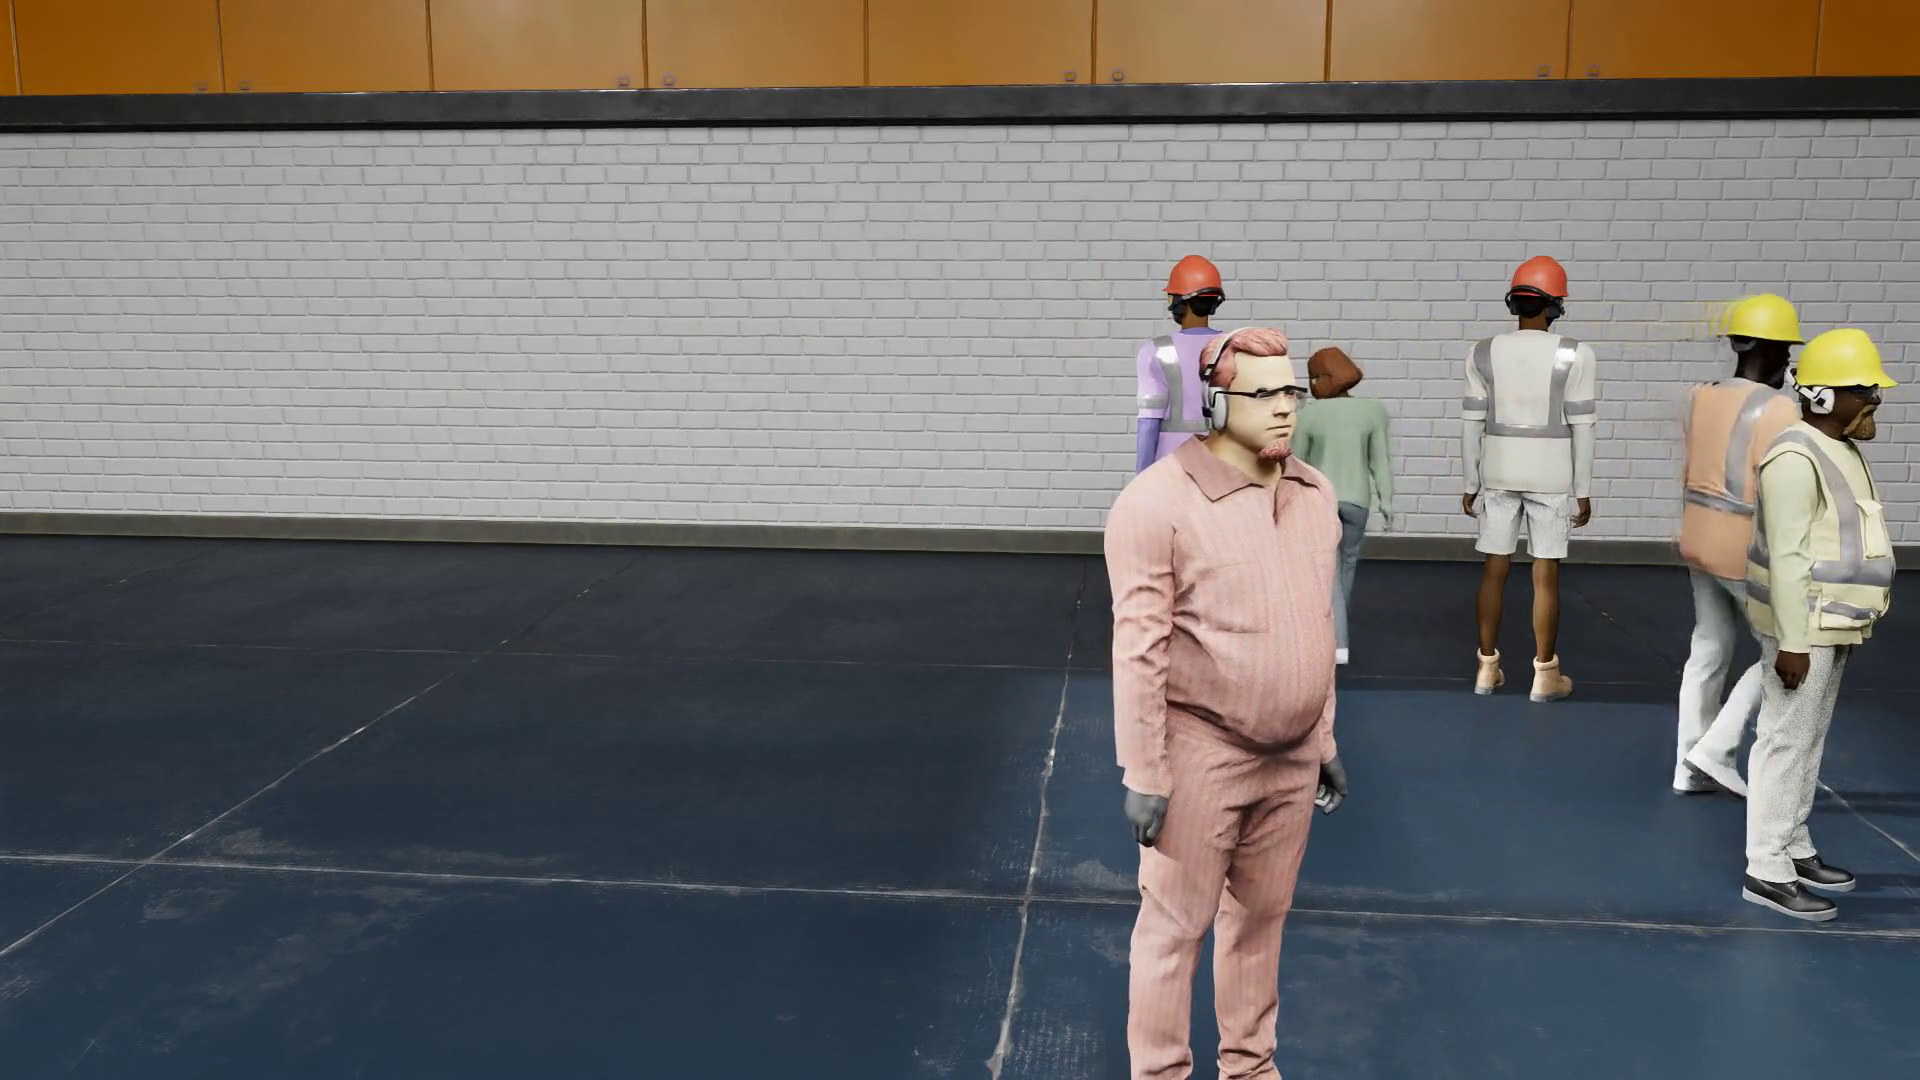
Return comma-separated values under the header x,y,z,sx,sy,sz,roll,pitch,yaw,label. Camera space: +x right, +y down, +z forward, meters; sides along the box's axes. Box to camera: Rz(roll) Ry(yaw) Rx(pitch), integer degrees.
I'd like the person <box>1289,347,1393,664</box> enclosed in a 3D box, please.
x,y,z,sx,sy,sz,roll,pitch,yaw,label
1.924,-0.191,8.512,0.534,1.576,0.870,0,10,-1,person

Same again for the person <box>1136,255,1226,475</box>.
x,y,z,sx,sy,sz,roll,pitch,yaw,label
1.103,-0.324,7.949,0.611,2.048,0.364,-3,10,-19,person

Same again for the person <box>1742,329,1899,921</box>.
x,y,z,sx,sy,sz,roll,pitch,yaw,label
2.701,0.256,5.243,0.404,1.833,0.590,8,13,38,person

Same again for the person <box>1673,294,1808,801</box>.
x,y,z,sx,sy,sz,roll,pitch,yaw,label
2.914,0.047,6.208,0.424,1.909,0.612,-2,10,-9,person

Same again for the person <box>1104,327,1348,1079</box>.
x,y,z,sx,sy,sz,roll,pitch,yaw,label
0.629,0.482,3.736,0.638,1.910,0.407,-7,12,-34,person

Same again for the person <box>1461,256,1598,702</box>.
x,y,z,sx,sy,sz,roll,pitch,yaw,label
2.620,-0.277,7.687,0.605,2.045,0.377,7,12,34,person
